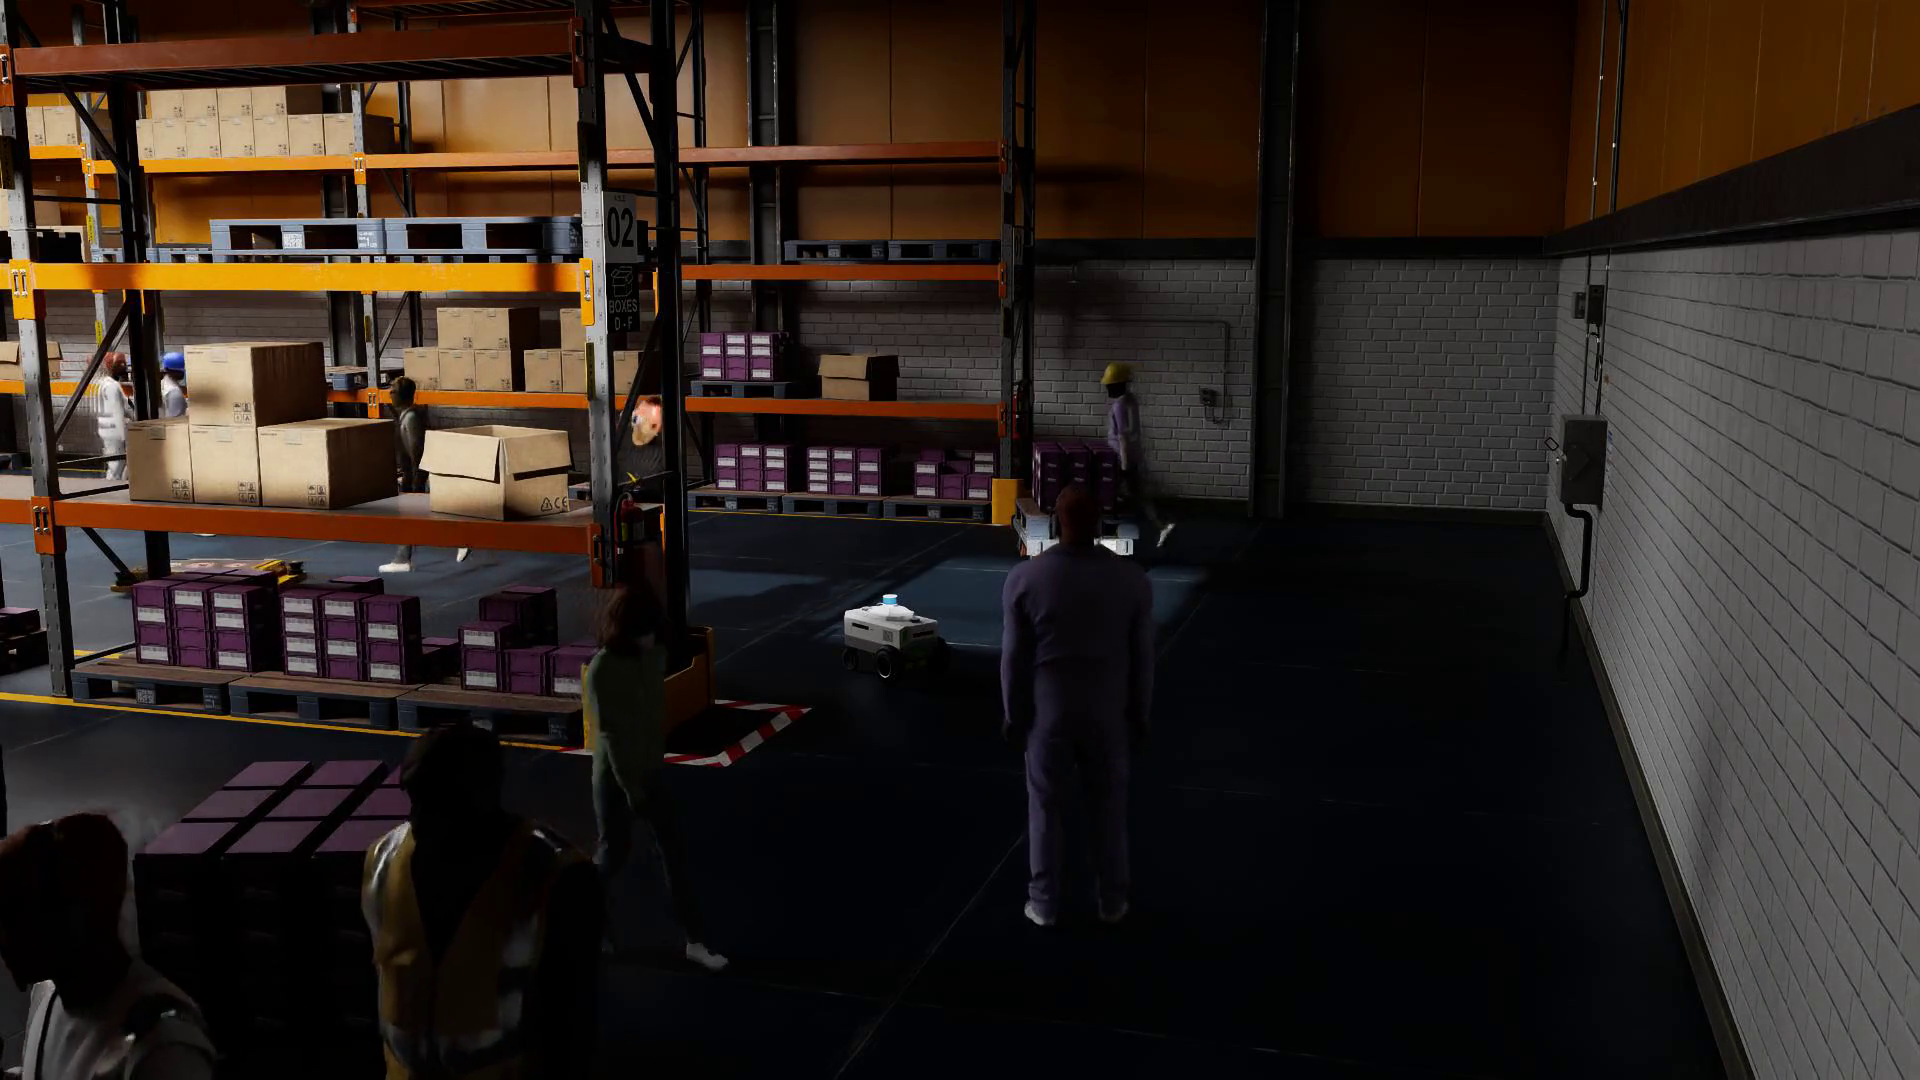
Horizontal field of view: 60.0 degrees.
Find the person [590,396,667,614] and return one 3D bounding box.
[{"bbox_3d":[-2.200,-0.020,11.424,0.719,1.947,0.398,2,10,12],"label":"person"}]

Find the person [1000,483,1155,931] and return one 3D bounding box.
[{"bbox_3d":[0.495,0.709,7.068,0.652,1.905,0.403,0,9,-1],"label":"person"}]

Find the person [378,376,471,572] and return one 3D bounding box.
[{"bbox_3d":[-4.975,-0.612,15.409,0.806,1.820,0.508,-3,10,-17],"label":"person"}]

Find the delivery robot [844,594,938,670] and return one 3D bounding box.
[{"bbox_3d":[-0.480,0.618,11.441,0.477,0.478,0.707,-8,12,-41],"label":"delivery robot"}]

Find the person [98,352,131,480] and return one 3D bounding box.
[{"bbox_3d":[-9.445,-1.174,18.678,0.478,1.867,0.582,-4,10,-22],"label":"person"}]

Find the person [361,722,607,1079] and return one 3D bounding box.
[{"bbox_3d":[-1.120,1.299,3.857,0.619,1.792,0.977,2,10,12],"label":"person"}]

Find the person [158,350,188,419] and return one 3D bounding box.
[{"bbox_3d":[-8.403,-1.091,17.978,0.553,1.925,0.645,-6,11,-34],"label":"person"}]

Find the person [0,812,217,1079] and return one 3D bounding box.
[{"bbox_3d":[-1.523,1.396,2.964,0.606,1.870,0.429,9,13,43],"label":"person"}]

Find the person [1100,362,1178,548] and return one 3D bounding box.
[{"bbox_3d":[1.692,-0.834,16.559,0.926,1.882,0.612,4,10,23],"label":"person"}]

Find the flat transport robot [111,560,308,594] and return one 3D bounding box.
[{"bbox_3d":[-6.518,0.311,14.464,1.431,0.197,0.652,0,9,1],"label":"flat transport robot"}]

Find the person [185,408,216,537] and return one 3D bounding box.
[{"bbox_3d":[-7.915,-0.857,17.432,0.315,1.636,0.515,0,9,2],"label":"person"}]

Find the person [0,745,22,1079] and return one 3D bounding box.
[{"bbox_3d":[-3.421,0.976,5.416,0.587,1.913,0.391,-2,10,-12],"label":"person"}]

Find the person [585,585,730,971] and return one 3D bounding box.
[{"bbox_3d":[-1.330,0.939,6.628,0.733,1.589,0.500,6,11,31],"label":"person"}]
